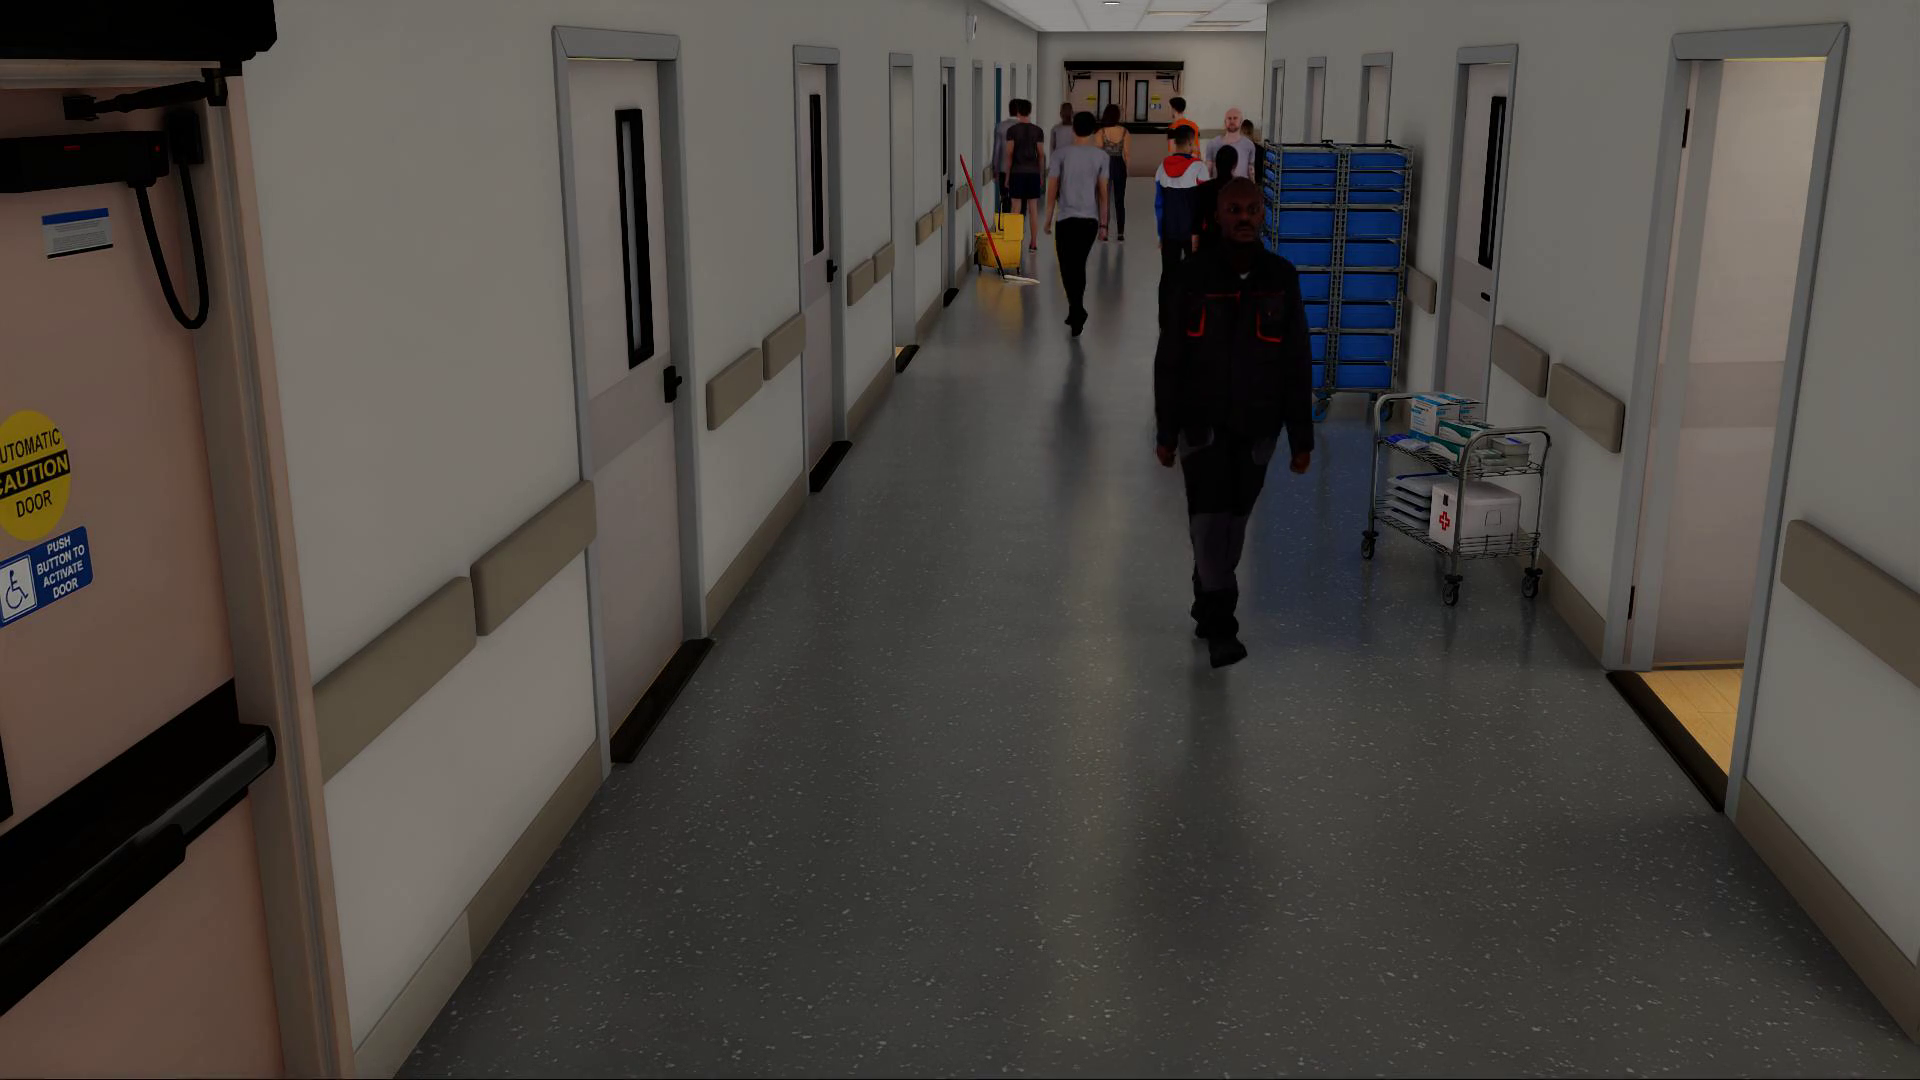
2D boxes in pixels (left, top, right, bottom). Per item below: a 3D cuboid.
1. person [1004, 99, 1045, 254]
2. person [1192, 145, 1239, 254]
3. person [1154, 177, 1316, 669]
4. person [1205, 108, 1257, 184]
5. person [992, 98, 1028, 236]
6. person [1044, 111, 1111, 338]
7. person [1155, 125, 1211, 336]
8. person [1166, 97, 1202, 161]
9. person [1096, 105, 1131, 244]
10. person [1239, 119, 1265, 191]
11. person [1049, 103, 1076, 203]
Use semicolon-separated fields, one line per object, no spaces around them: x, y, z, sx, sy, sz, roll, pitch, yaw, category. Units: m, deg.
0.797;-4.506;20.604;0.713;1.853;0.652;-3;16;-12;person
1.935;-2.080;12.414;0.762;1.626;1.055;5;16;17;person
1.009;-0.453;6.341;0.856;1.789;1.205;-1;16;-5;person
2.710;-3.418;16.771;0.661;1.838;0.570;2;16;6;person
0.685;-4.824;21.788;0.702;1.820;0.895;1;16;4;person
0.994;-2.637;14.007;0.875;1.833;1.239;-3;16;-9;person
1.857;-2.572;13.915;0.717;1.758;0.700;9;18;30;person
2.952;-4.711;21.355;1.142;1.838;1.270;-10;18;-31;person
2.007;-4.821;21.875;0.644;1.769;0.588;-1;16;-5;person
3.157;-3.825;18.541;0.614;1.660;0.586;0;16;1;person
1.509;-5.141;23.029;0.778;1.759;0.904;5;16;17;person
